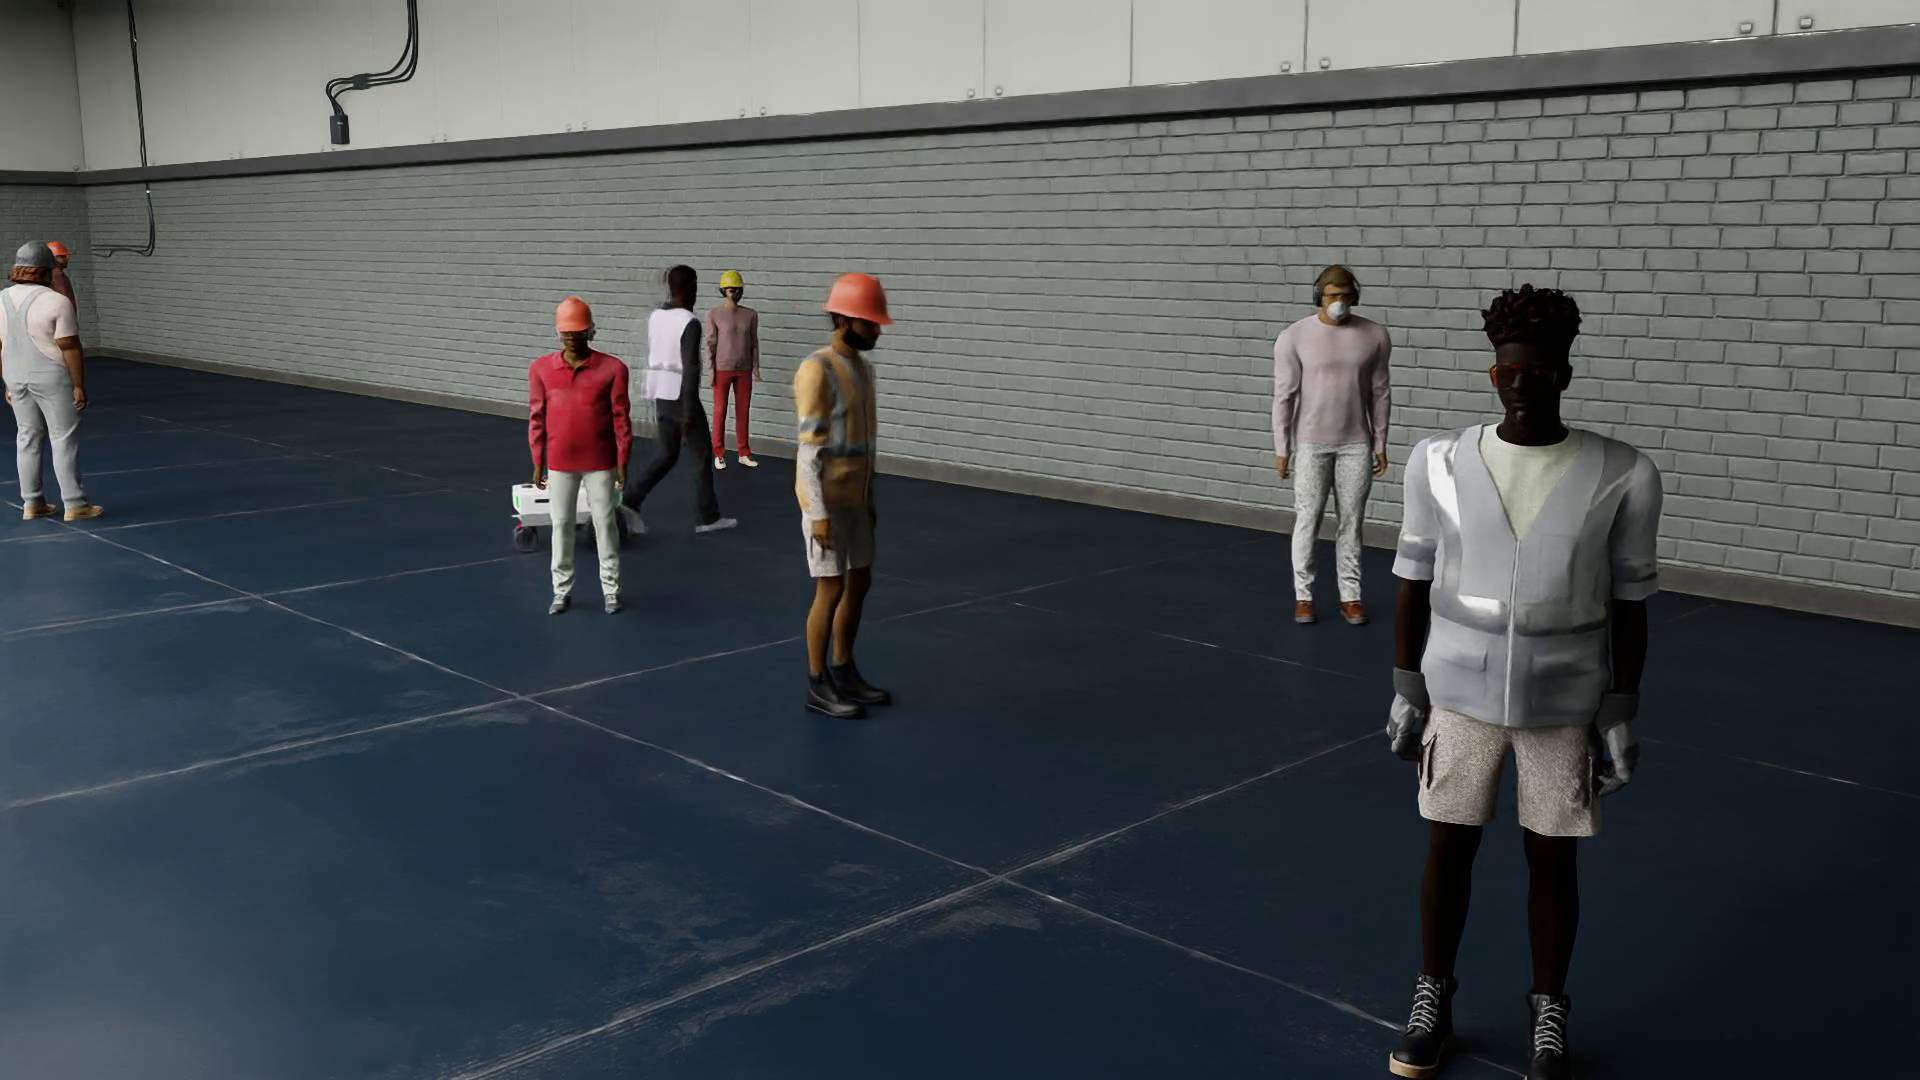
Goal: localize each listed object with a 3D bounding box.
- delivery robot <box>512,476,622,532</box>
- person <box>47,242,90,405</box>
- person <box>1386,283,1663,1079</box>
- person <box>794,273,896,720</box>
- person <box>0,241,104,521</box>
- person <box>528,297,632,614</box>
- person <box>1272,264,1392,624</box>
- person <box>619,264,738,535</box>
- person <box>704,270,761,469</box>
[{"bbox_3d":[-2.617,-0.263,11.075,0.707,0.478,0.477,-3,11,-15],"label":"delivery robot"},{"bbox_3d":[-10.833,-2.586,20.065,0.376,1.997,0.612,-1,10,-8],"label":"person"},{"bbox_3d":[1.336,0.372,4.018,0.608,1.965,0.365,4,11,23],"label":"person"},{"bbox_3d":[-0.477,-0.181,7.170,0.438,1.913,0.558,5,11,24],"label":"person"},{"bbox_3d":[-6.671,-1.163,12.184,0.690,2.000,0.538,2,11,11],"label":"person"},{"bbox_3d":[-2.083,-0.453,9.123,0.564,1.744,0.341,0,10,-2],"label":"person"},{"bbox_3d":[1.982,-0.502,8.907,0.639,1.928,0.388,-1,10,-3],"label":"person"},{"bbox_3d":[-2.019,-0.965,11.567,0.799,1.885,0.600,-10,14,-42],"label":"person"},{"bbox_3d":[-2.027,-1.521,14.877,0.528,1.772,0.304,-7,12,-33],"label":"person"}]
